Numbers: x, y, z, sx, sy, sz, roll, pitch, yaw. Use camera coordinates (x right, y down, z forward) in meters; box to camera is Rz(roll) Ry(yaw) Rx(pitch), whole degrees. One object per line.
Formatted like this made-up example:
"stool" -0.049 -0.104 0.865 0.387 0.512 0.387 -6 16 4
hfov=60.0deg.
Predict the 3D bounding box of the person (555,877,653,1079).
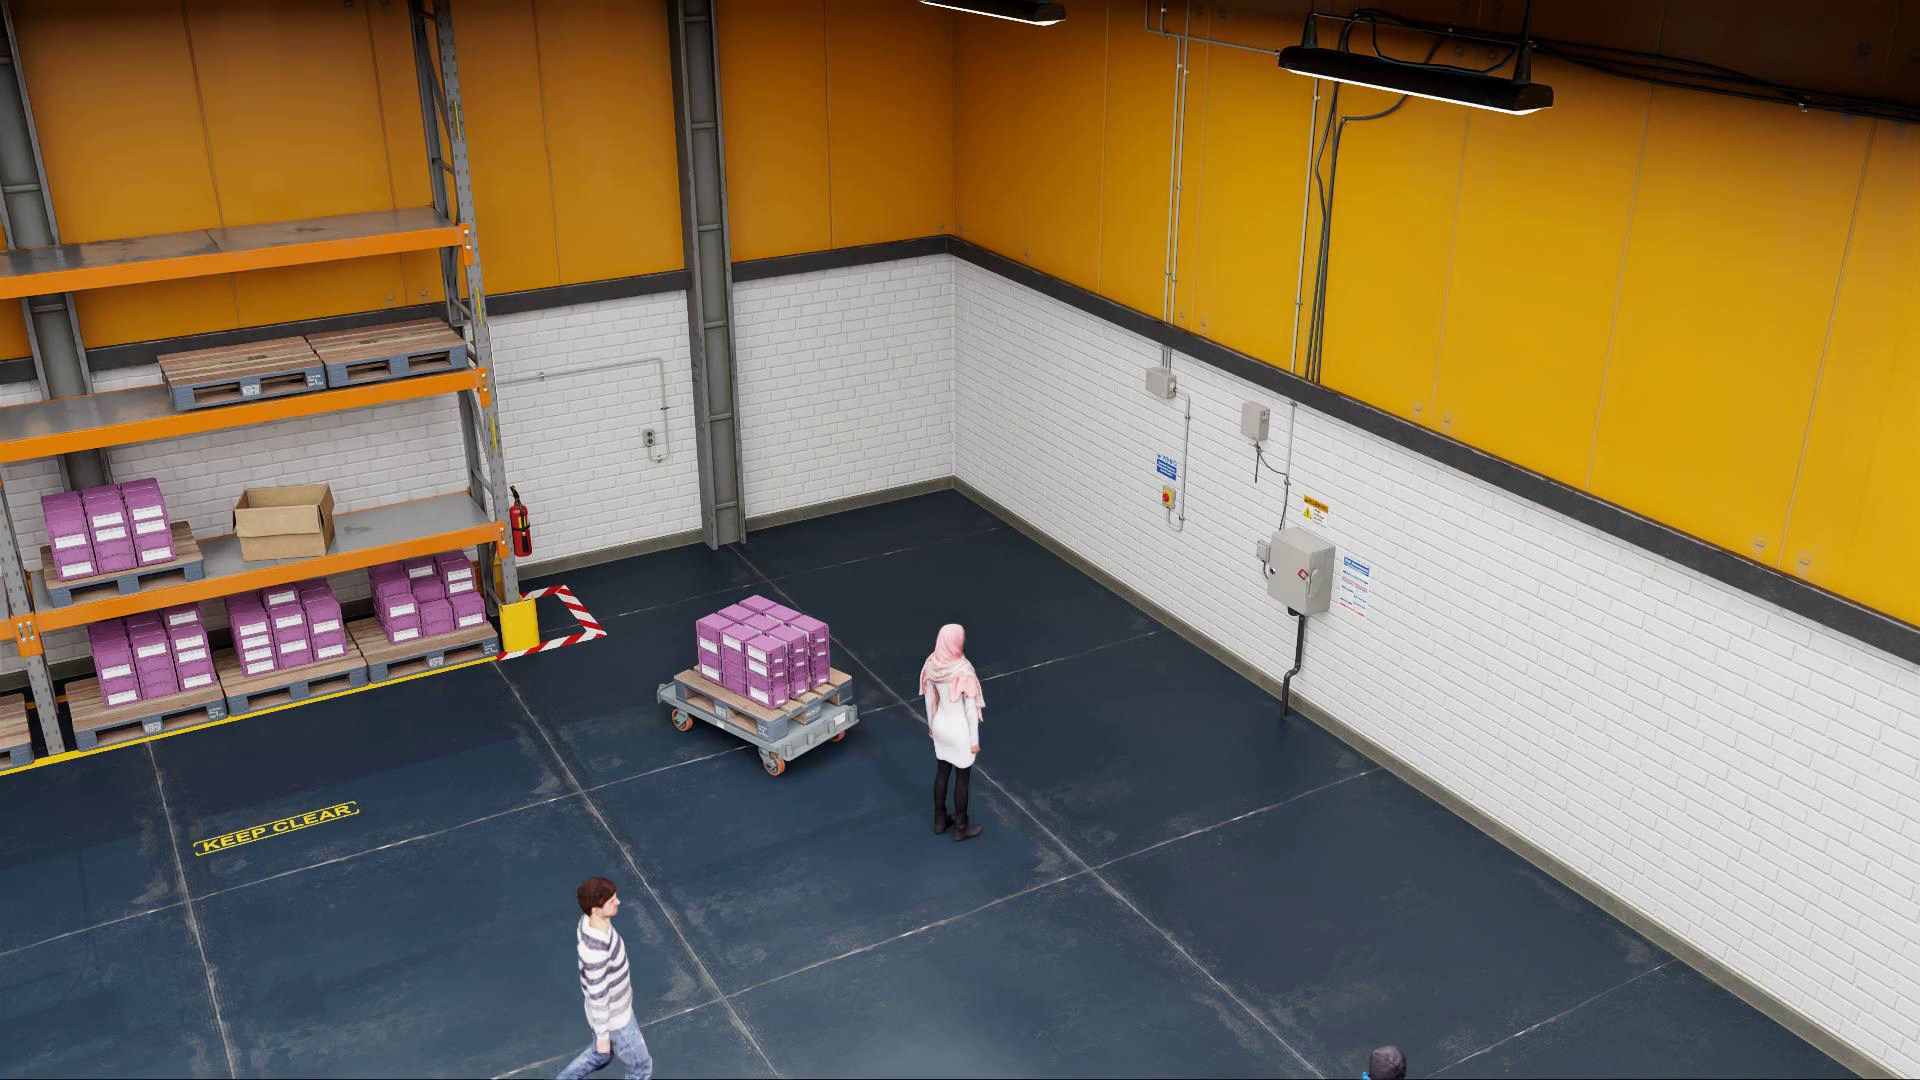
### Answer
"person" -2.154 2.782 9.749 1.194 1.824 0.873 -6 24 -12

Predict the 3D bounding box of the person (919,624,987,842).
"person" -0.052 1.471 12.774 0.709 1.803 0.701 18 29 35
